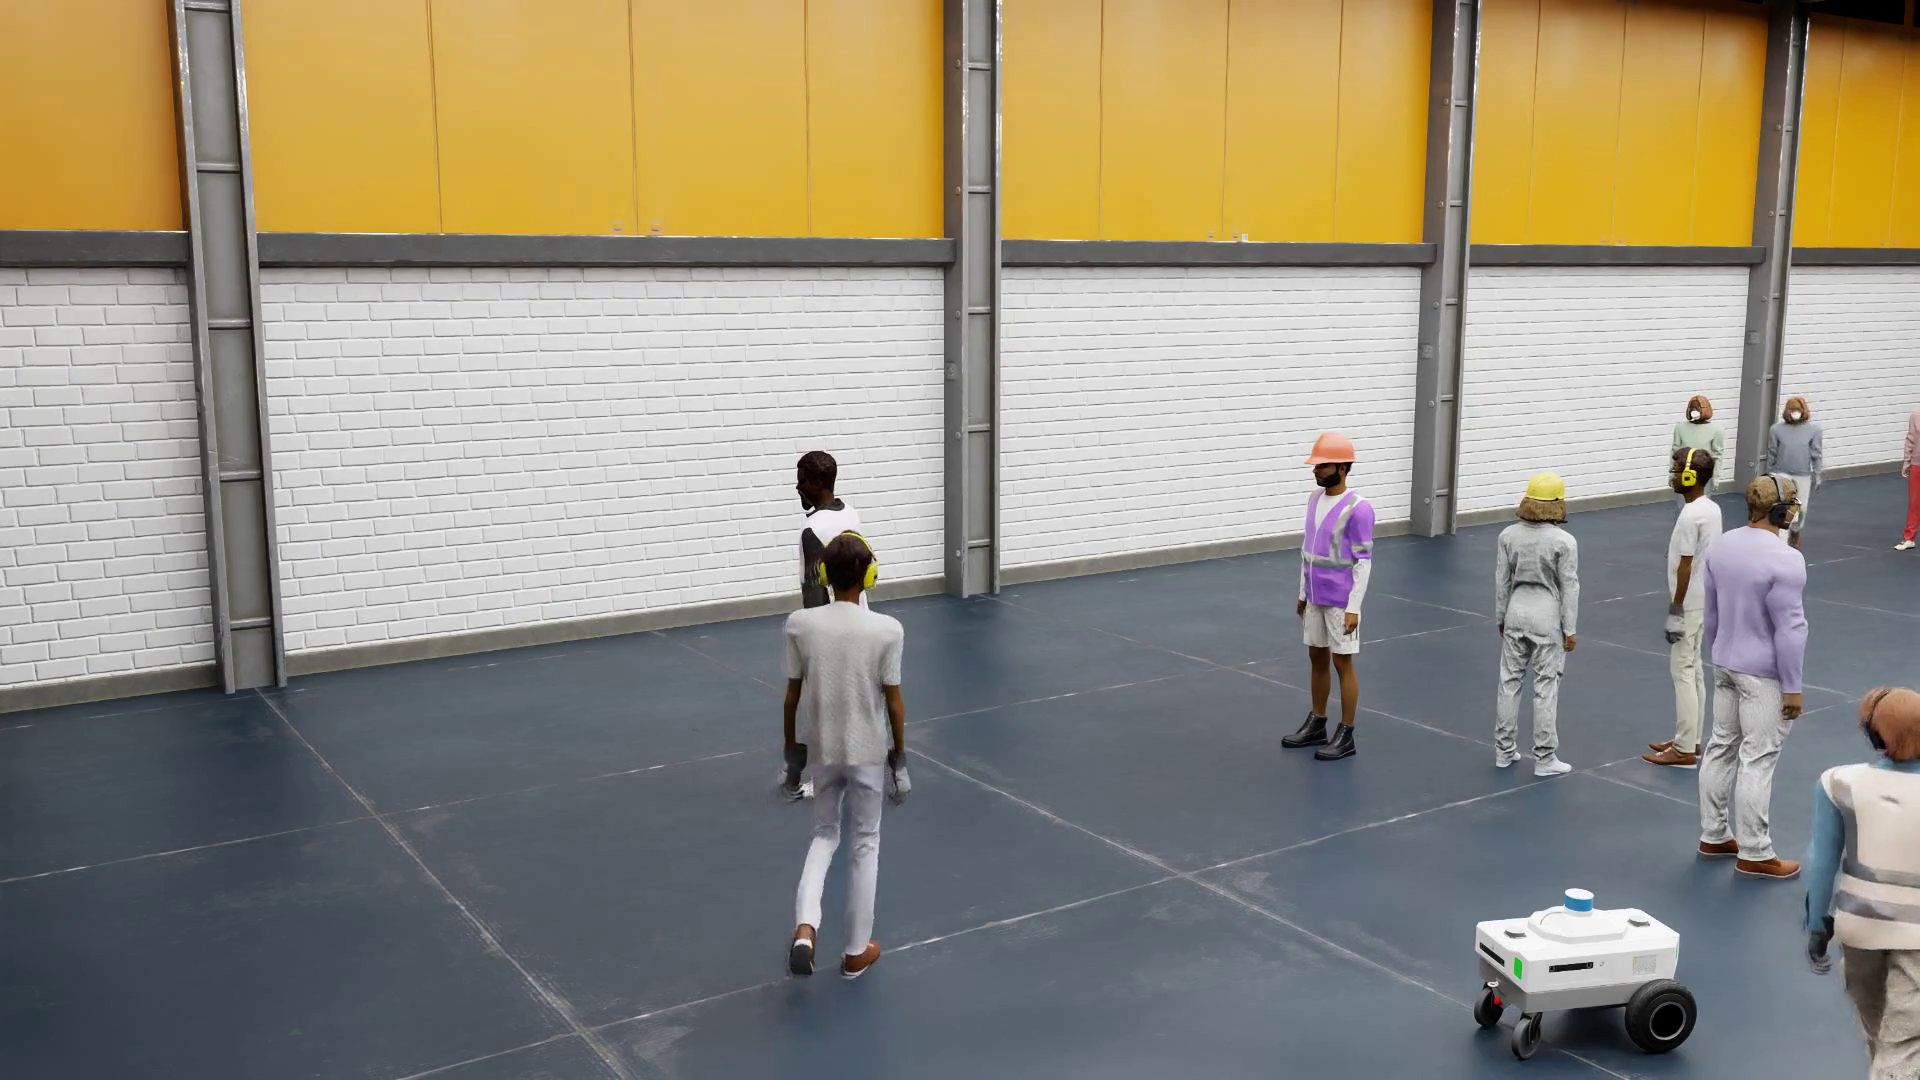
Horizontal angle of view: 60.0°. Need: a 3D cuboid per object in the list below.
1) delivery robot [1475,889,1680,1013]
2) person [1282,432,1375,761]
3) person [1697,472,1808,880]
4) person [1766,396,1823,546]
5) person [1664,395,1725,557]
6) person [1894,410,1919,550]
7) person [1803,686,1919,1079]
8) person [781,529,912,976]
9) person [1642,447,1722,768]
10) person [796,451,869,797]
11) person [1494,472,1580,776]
[{"bbox_3d":[2.322,1.563,6.278,0.707,0.478,0.477,-2,10,-12],"label":"delivery robot"},{"bbox_3d":[2.179,0.329,9.829,0.362,1.939,0.542,-5,10,-26],"label":"person"},{"bbox_3d":[3.802,0.640,7.958,0.371,1.941,0.627,-2,10,-11],"label":"person"},{"bbox_3d":[8.404,-0.662,16.775,0.508,1.611,0.689,5,11,28],"label":"person"},{"bbox_3d":[7.260,-0.616,16.441,0.505,1.633,0.279,9,13,42],"label":"person"},{"bbox_3d":[9.806,-0.744,16.816,0.314,1.769,0.523,-8,12,-38],"label":"person"},{"bbox_3d":[3.027,1.258,5.276,0.859,1.586,0.590,-9,13,-44],"label":"person"},{"bbox_3d":[-0.469,0.891,6.697,0.530,1.853,0.514,3,10,15],"label":"person"},{"bbox_3d":[4.225,0.391,9.690,0.337,1.866,0.529,7,12,35],"label":"person"},{"bbox_3d":[-0.710,0.465,9.123,0.397,1.907,0.587,3,10,17],"label":"person"},{"bbox_3d":[3.314,0.474,9.545,0.295,1.743,0.493,-8,13,-42],"label":"person"}]
